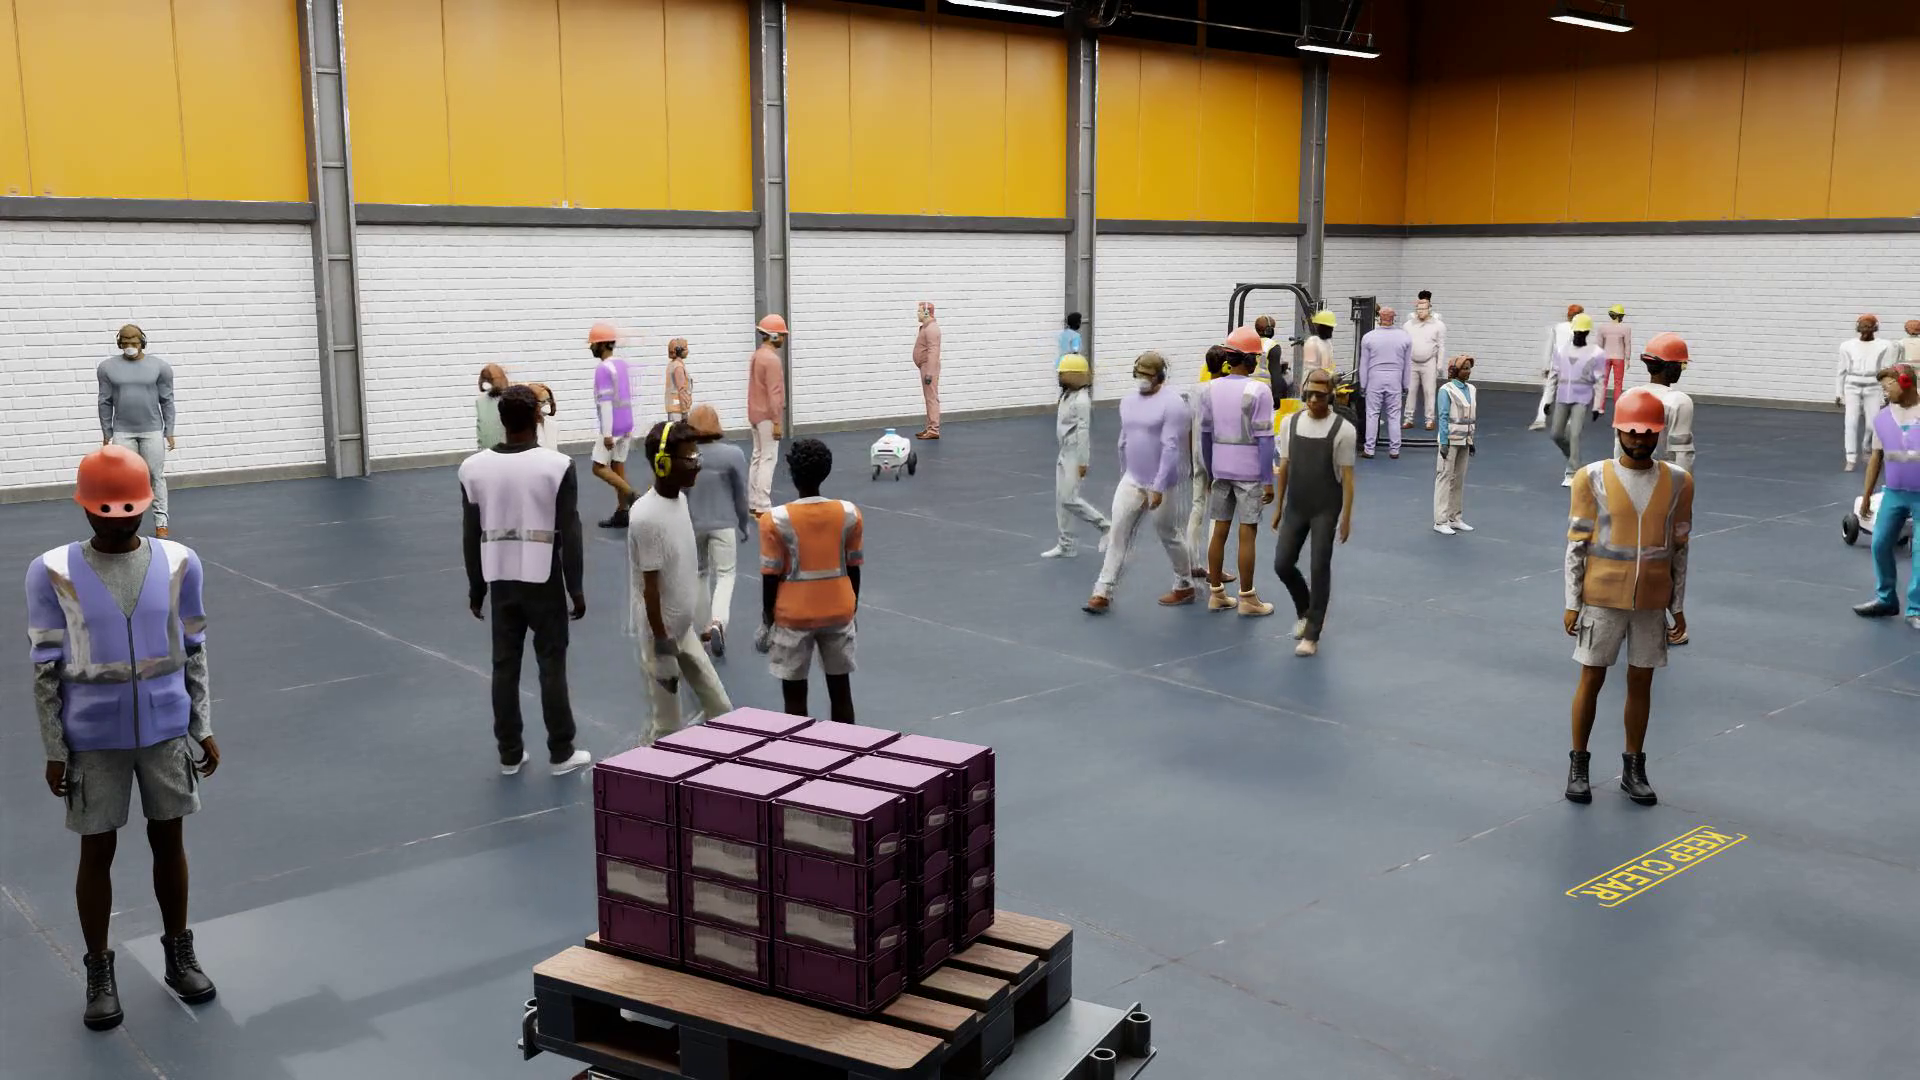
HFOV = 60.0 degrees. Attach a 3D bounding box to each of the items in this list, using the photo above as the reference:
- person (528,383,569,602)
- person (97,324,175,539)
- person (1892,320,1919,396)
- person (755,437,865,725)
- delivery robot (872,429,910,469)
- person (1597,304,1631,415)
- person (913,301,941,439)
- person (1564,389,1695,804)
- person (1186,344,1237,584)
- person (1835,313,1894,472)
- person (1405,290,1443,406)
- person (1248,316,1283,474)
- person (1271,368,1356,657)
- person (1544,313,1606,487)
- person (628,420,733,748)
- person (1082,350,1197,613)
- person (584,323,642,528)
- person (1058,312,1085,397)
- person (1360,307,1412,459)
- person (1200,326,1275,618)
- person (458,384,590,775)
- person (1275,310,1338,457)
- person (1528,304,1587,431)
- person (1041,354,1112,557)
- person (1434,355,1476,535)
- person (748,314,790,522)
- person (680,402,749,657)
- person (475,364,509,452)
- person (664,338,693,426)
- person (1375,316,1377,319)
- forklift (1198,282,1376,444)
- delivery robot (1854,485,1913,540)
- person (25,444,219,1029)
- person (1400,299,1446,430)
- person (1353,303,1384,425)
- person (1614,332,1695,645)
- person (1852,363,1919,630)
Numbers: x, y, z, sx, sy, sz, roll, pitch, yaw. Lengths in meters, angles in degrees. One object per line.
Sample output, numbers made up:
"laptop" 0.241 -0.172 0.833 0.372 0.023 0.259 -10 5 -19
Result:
"person" -3.035 -0.319 11.998 0.266 1.631 0.507 4 11 23
"person" -7.327 -0.954 14.836 0.628 1.935 0.373 -3 10 -19
"person" 13.540 -2.302 23.642 0.585 1.634 0.371 4 11 23
"person" -0.694 0.363 7.821 0.534 1.696 0.319 -5 11 -28
"delivery robot" -0.791 -1.031 19.046 0.477 0.478 0.707 1 10 8
"person" 10.442 -2.873 26.572 0.532 1.765 0.323 7 12 37
"person" -0.458 -2.351 23.097 0.399 1.910 0.643 0 10 -3
"person" 3.078 0.269 7.669 0.552 1.935 0.373 1 10 7
"person" 1.966 -0.585 12.927 0.327 1.858 0.500 -9 13 -42
"person" 10.674 -1.746 19.661 0.589 1.871 0.521 6 11 31
"person" 7.736 -3.188 27.818 0.613 1.965 0.361 4 10 22
"person" 3.530 -1.692 19.427 0.430 1.845 0.624 -6 11 -32
"person" 2.249 -0.181 10.593 0.545 1.835 0.438 6 12 33
"person" 6.826 -1.563 18.461 0.636 1.910 0.678 9 13 44
"person" -1.194 0.420 7.037 0.403 1.853 0.548 2 10 13
"person" 1.348 -0.406 11.827 0.972 1.885 0.645 -9 13 -42
"person" -3.182 -1.045 15.397 0.545 1.922 0.549 2 10 14
"person" 1.713 -2.657 25.539 0.377 1.679 0.549 -4 11 -25
"person" 5.325 -1.964 20.859 0.639 1.900 0.401 1 10 4
"person" 1.969 -0.475 11.715 0.371 2.044 0.607 -9 13 -42
"person" -2.118 0.204 8.102 0.592 1.918 0.391 1 10 8
"person" 4.364 -1.926 20.696 0.905 1.889 0.597 9 13 41
"person" 8.691 -2.484 24.081 0.734 1.857 0.625 -9 14 -44
"person" 0.983 -0.695 13.929 0.528 1.727 0.486 -2 10 -12
"person" 4.546 -0.878 15.254 0.517 1.640 0.308 -9 13 -41
"person" -1.826 -1.173 16.006 0.433 1.981 0.631 -4 10 -22
"person" -1.613 -0.074 10.627 0.499 1.605 0.730 0 10 0
"person" -4.013 -0.704 14.298 0.524 1.614 0.524 5 11 29
"person" -3.094 -1.400 18.305 0.313 1.642 0.513 -4 10 -21
"person" 5.985 -2.531 24.565 0.314 1.769 0.525 -2 10 -11
"forklift" 4.328 -2.346 22.227 2.313 2.155 1.214 3 10 16
"delivery robot" 7.993 -0.227 14.339 0.477 0.478 0.707 2 10 11
"person" -2.756 0.639 5.533 0.543 1.928 0.373 -8 12 -38
"person" 6.736 -2.555 24.292 0.651 1.906 0.403 6 11 30
"person" 6.170 -2.656 25.073 0.430 1.845 0.622 -3 10 -17
"person" 4.552 -0.333 10.882 0.378 2.044 0.607 -4 11 -24
"person" 6.519 -0.298 11.400 0.385 1.806 0.679 -6 12 -33
